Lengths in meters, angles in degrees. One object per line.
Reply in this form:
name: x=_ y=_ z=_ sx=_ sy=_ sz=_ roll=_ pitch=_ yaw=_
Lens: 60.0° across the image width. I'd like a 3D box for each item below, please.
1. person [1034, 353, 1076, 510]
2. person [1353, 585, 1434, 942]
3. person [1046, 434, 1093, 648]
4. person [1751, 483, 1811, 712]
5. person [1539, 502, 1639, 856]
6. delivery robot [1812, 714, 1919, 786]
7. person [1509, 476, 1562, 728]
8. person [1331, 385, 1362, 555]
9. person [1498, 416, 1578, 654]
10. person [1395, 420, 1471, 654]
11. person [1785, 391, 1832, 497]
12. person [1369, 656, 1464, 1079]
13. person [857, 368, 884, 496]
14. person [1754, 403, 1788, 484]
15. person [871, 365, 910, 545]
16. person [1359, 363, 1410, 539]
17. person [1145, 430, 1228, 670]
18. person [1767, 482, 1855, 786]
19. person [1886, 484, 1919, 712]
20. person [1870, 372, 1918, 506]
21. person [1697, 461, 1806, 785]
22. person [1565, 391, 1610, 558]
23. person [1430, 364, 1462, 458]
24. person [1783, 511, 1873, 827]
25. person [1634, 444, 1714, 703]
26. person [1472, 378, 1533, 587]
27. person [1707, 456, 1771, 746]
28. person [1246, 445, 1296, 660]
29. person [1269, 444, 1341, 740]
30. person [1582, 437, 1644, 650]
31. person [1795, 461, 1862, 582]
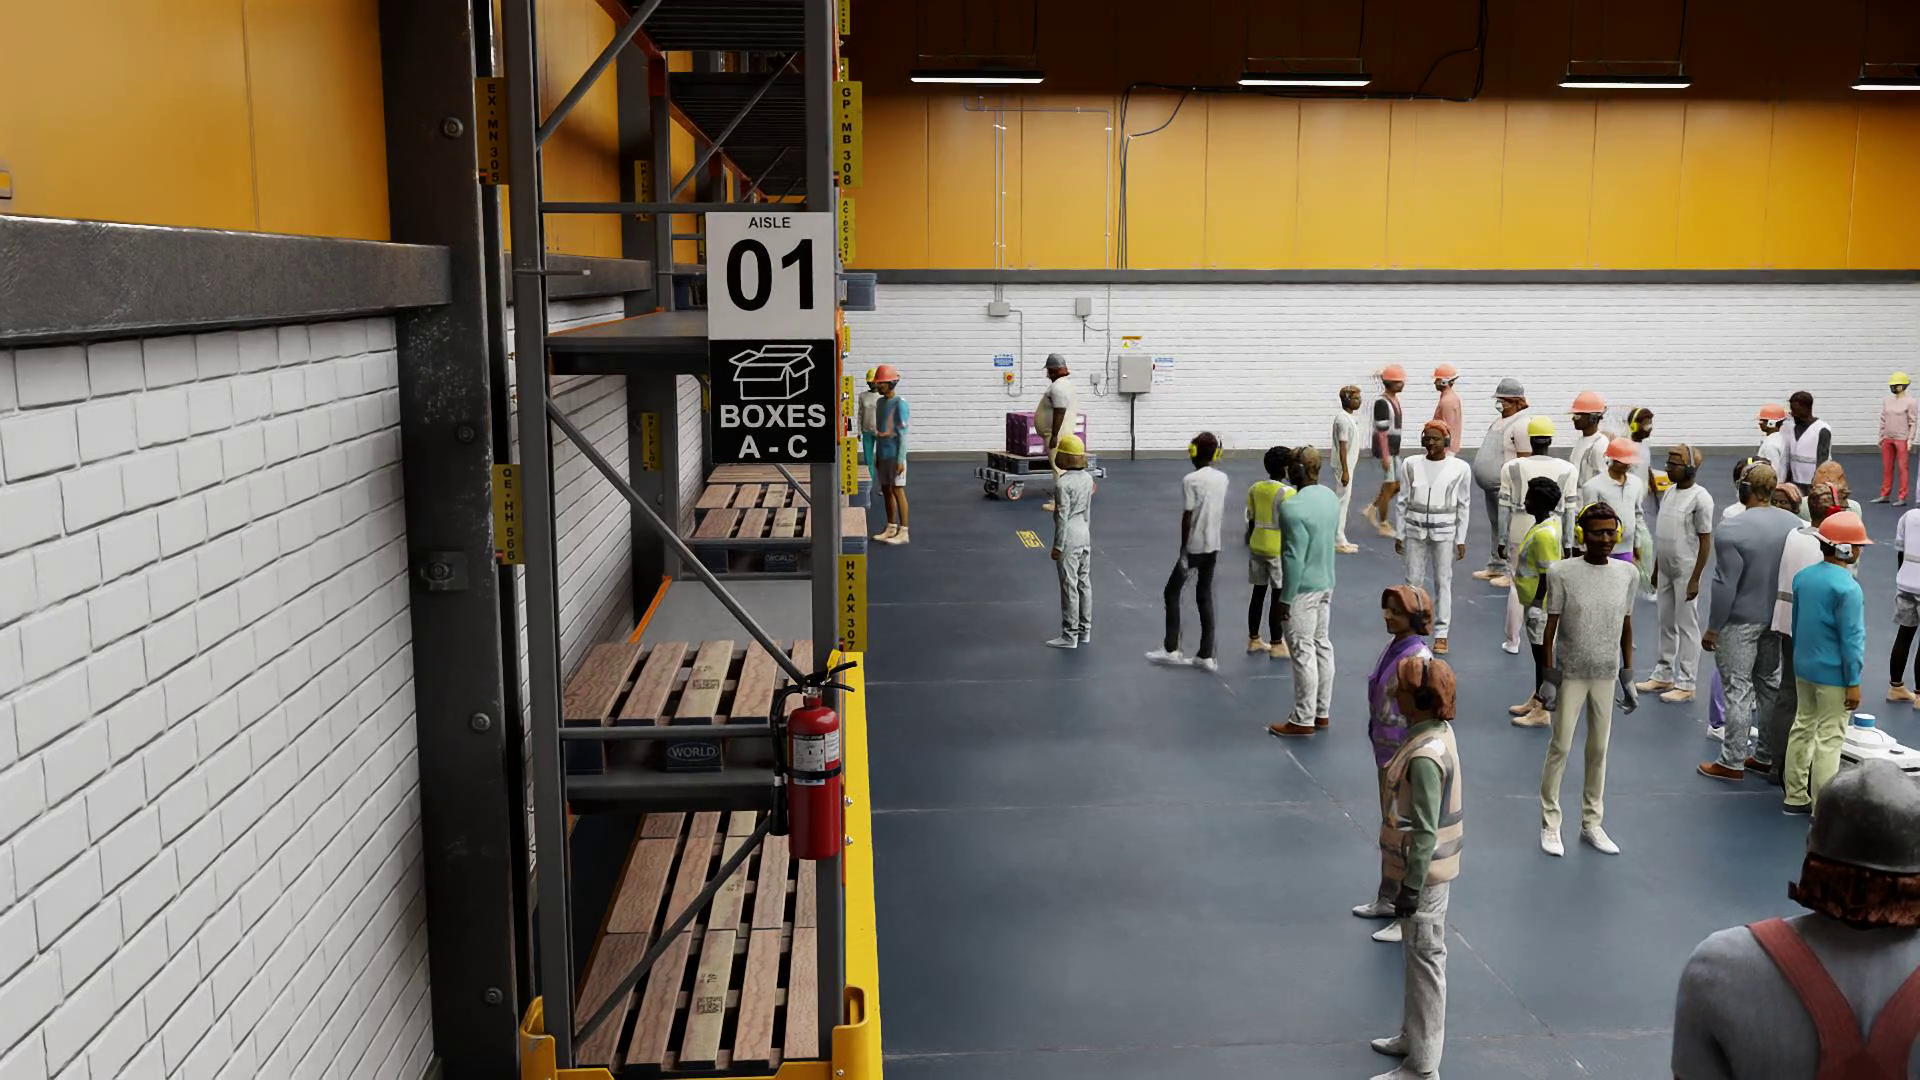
person: x=1.227 y=-1.410 z=21.567 sx=0.536 sy=2.000 sz=0.688 roll=2 pitch=9 yaw=15
person: x=2.020 y=1.009 z=7.623 sx=0.306 sy=1.643 sz=0.521 roll=0 pitch=9 yaw=-1
person: x=0.899 y=0.006 z=13.602 sx=0.289 sy=1.746 sz=0.487 roll=6 pitch=11 yaw=32
person: x=5.572 y=0.420 z=11.339 sx=0.523 sy=1.638 sz=0.310 roll=7 pitch=12 yaw=38
person: x=3.296 y=0.723 z=8.706 sx=0.516 sy=1.873 sz=0.329 roll=-1 pitch=9 yaw=-4
delivery robot: x=5.084 y=1.226 z=9.378 sx=0.477 sy=0.478 sz=0.707 roll=-2 pitch=9 yaw=-11
person: x=3.891 y=0.414 z=11.191 sx=0.321 sy=1.697 sz=0.530 roll=3 pitch=10 yaw=18
person: x=4.220 y=-0.771 z=18.165 sx=0.332 sy=1.844 sz=0.516 roll=3 pitch=9 yaw=15
person: x=4.596 y=-0.029 z=13.287 sx=0.586 sy=1.920 sz=0.397 roll=2 pitch=9 yaw=15
person: x=3.789 y=-0.028 z=13.388 sx=0.573 sy=1.883 sz=0.354 roll=5 pitch=10 yaw=27
person: x=8.444 y=-0.519 z=16.450 sx=0.534 sy=1.891 sz=0.774 roll=-1 pitch=9 yaw=-7
person: x=1.717 y=1.235 z=6.217 sx=0.307 sy=1.641 sz=0.514 roll=3 pitch=9 yaw=16
person: x=-1.185 y=-1.489 z=22.958 sx=0.524 sy=1.761 sz=0.340 roll=4 pitch=10 yaw=25
person: x=8.123 y=-0.498 z=16.744 sx=0.326 sy=1.751 sz=0.559 roll=5 pitch=10 yaw=30
person: x=-0.803 y=-0.955 z=18.746 sx=0.408 sy=2.034 sz=0.608 roll=-6 pitch=11 yaw=-32
person: x=4.916 y=-1.020 z=19.156 sx=0.475 sy=2.026 sz=0.614 roll=6 pitch=11 yaw=31
person: x=1.765 y=0.072 z=12.909 sx=0.547 sy=1.839 sz=0.687 roll=-7 pitch=12 yaw=-39
person: x=4.961 y=0.579 z=9.690 sx=0.384 sy=1.845 sz=0.570 roll=-2 pitch=9 yaw=-11
person: x=6.741 y=0.349 z=11.602 sx=0.318 sy=1.695 sz=0.539 roll=-1 pitch=9 yaw=-7
person: x=12.325 y=-1.327 z=21.906 sx=0.331 sy=1.767 sz=0.527 roll=-3 pitch=10 yaw=-18
person: x=4.714 y=0.494 z=9.934 sx=0.627 sy=1.940 sz=0.372 roll=-3 pitch=10 yaw=-20
person: x=5.363 y=-0.256 z=14.316 sx=0.378 sy=2.044 sz=0.607 roll=0 pitch=9 yaw=1
person: x=5.714 y=-1.083 z=19.658 sx=0.393 sy=1.992 sz=0.622 roll=3 pitch=10 yaw=21
person: x=4.786 y=0.712 z=9.143 sx=0.325 sy=1.752 sz=0.559 roll=-1 pitch=9 yaw=-4
person: x=5.111 y=0.236 z=11.846 sx=0.343 sy=1.847 sz=0.506 roll=-2 pitch=9 yaw=-12
person: x=5.309 y=-0.570 z=16.298 sx=0.538 sy=2.000 sz=0.683 roll=-1 pitch=9 yaw=-5
person: x=5.100 y=0.387 z=10.807 sx=0.328 sy=1.877 sz=0.510 roll=9 pitch=12 yaw=43
person: x=2.484 y=0.097 z=13.181 sx=0.318 sy=1.695 sz=0.539 roll=-5 pitch=11 yaw=-31
person: x=2.263 y=0.338 z=10.912 sx=0.371 sy=1.939 sz=0.629 roll=7 pitch=12 yaw=38
person: x=5.286 y=0.035 z=13.438 sx=0.575 sy=1.742 sz=0.356 roll=-3 pitch=10 yaw=-19
person: x=6.561 y=0.213 z=12.653 sx=0.499 sy=1.633 sz=0.286 roll=7 pitch=11 yaw=36
